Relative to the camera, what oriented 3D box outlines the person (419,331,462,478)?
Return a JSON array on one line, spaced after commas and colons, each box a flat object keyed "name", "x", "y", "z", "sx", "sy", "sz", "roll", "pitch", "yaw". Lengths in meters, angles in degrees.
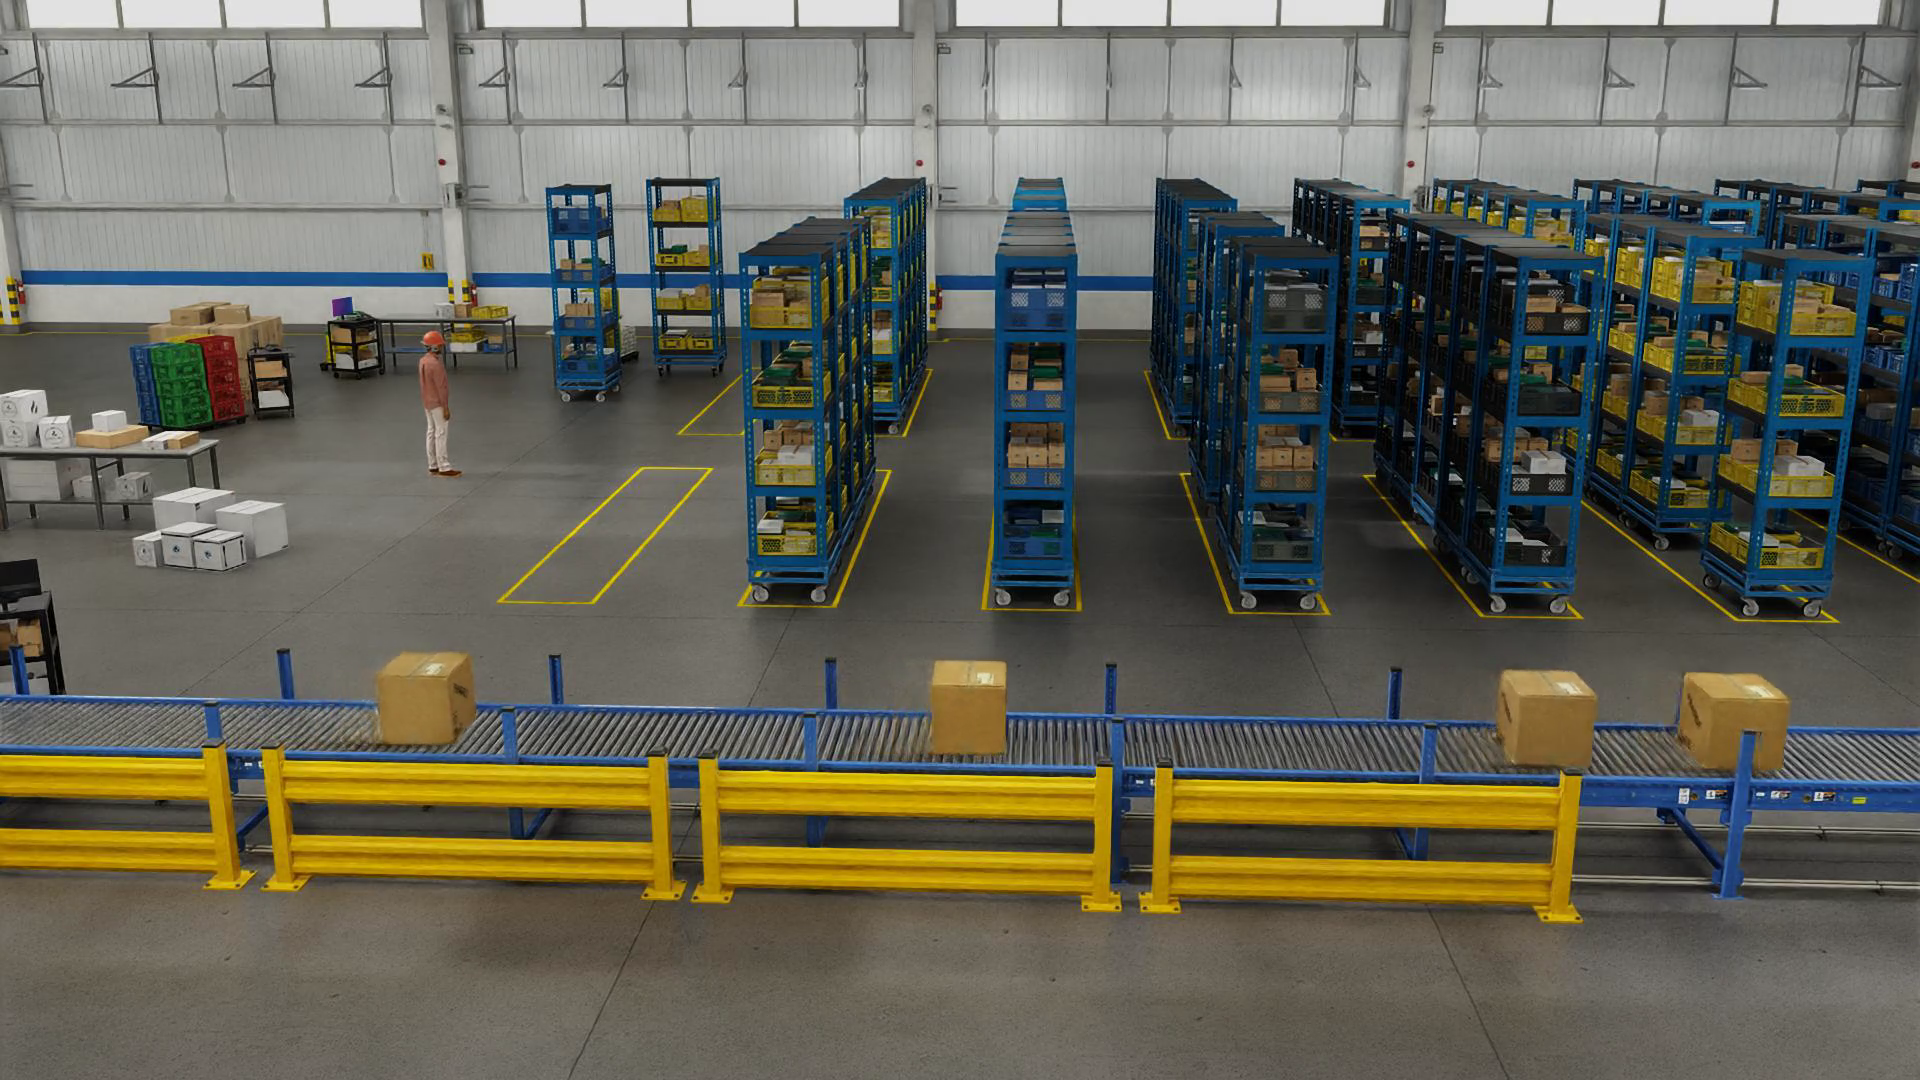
[{"name": "person", "x": -7.095, "y": -1.839, "z": 22.585, "sx": 0.380, "sy": 1.994, "sz": 0.618, "roll": -13, "pitch": 20, "yaw": -40}]
